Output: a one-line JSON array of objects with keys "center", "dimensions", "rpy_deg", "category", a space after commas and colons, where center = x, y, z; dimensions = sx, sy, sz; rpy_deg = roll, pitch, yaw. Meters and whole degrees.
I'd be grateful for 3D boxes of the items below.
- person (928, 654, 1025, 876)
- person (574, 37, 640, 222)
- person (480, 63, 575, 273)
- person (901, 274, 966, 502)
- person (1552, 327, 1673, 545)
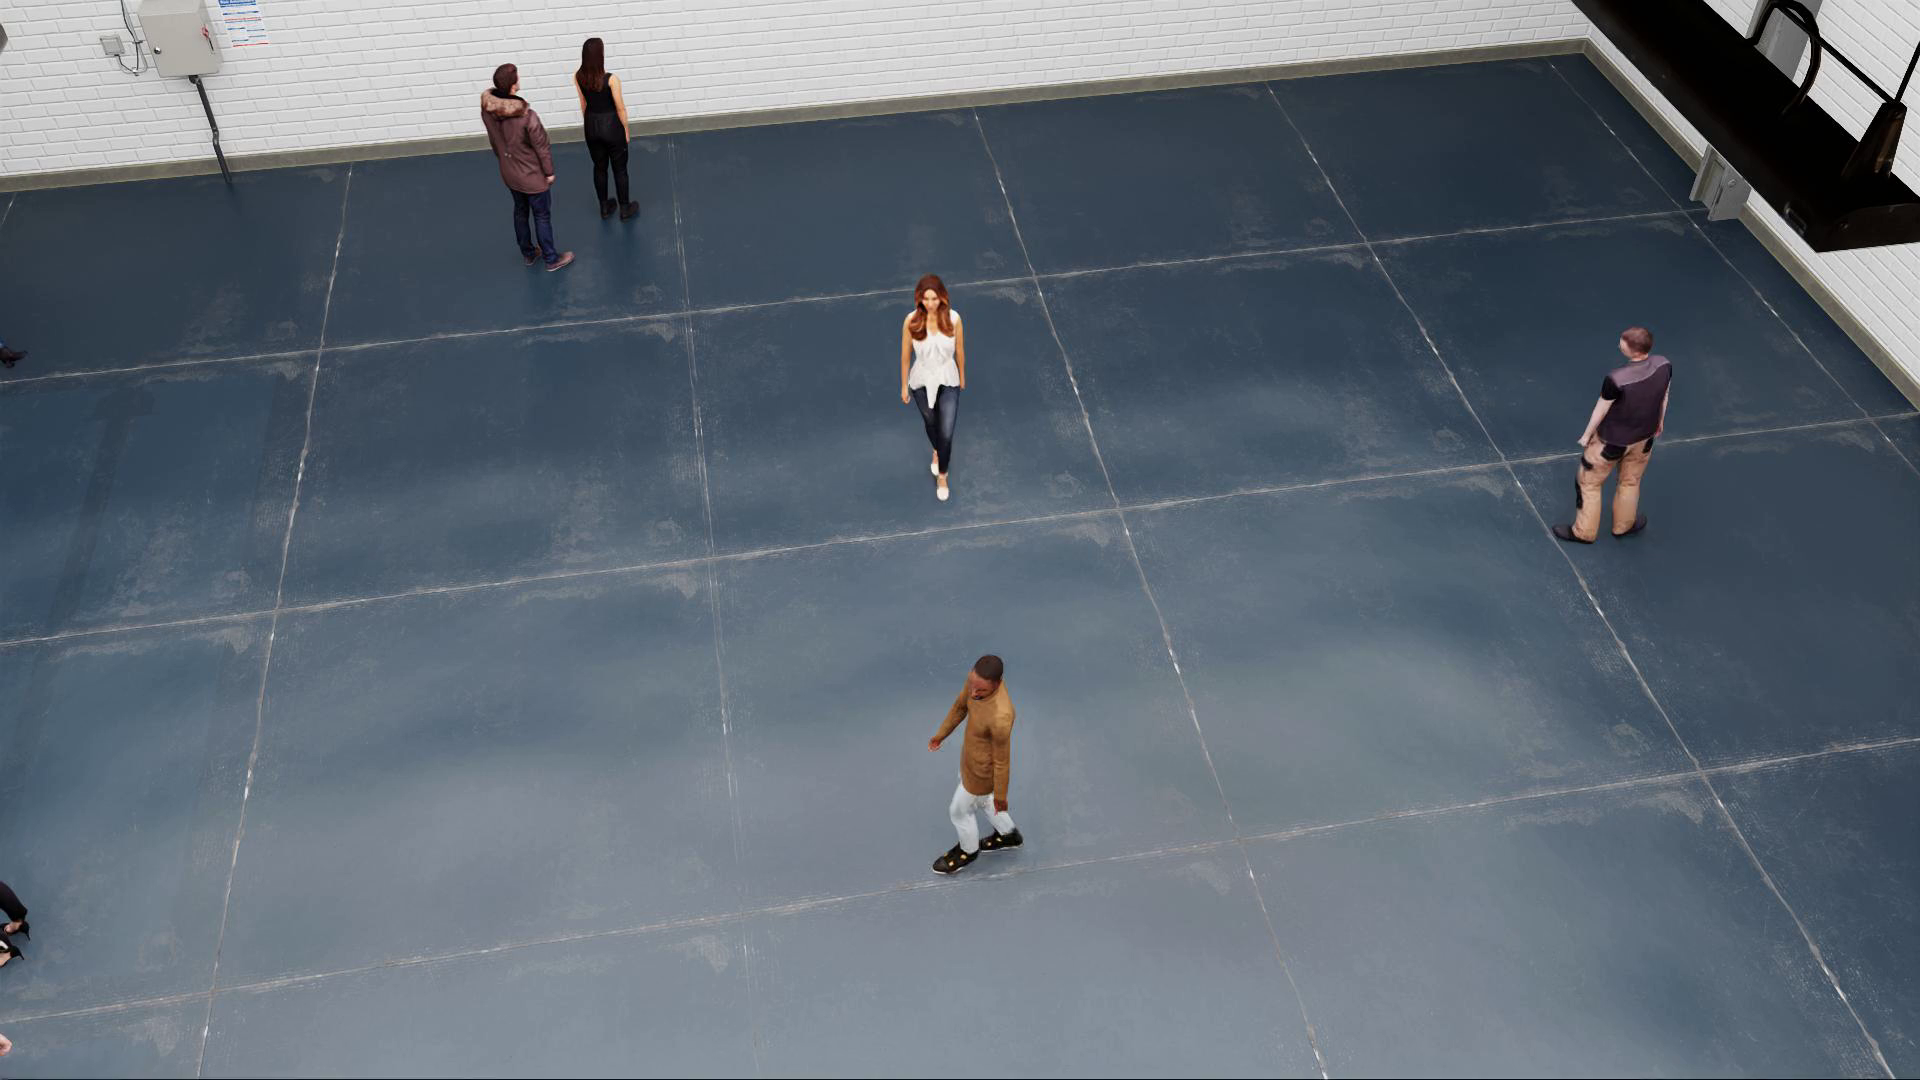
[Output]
[{"center": [0.198, 1.237, 9.339], "dimensions": [0.728, 1.790, 0.722], "rpy_deg": [-6, 44, -7], "category": "person"}, {"center": [-3.089, -3.557, 14.446], "dimensions": [0.646, 1.688, 0.657], "rpy_deg": [8, 44, 8], "category": "person"}, {"center": [-3.632, -3.092, 13.842], "dimensions": [0.867, 1.847, 0.906], "rpy_deg": [22, 48, 21], "category": "person"}, {"center": [-0.183, -1.187, 11.902], "dimensions": [0.688, 1.765, 0.845], "rpy_deg": [1, 44, 1], "category": "person"}, {"center": [4.597, -0.713, 11.373], "dimensions": [0.901, 1.809, 0.639], "rpy_deg": [-3, 44, -4], "category": "person"}]
